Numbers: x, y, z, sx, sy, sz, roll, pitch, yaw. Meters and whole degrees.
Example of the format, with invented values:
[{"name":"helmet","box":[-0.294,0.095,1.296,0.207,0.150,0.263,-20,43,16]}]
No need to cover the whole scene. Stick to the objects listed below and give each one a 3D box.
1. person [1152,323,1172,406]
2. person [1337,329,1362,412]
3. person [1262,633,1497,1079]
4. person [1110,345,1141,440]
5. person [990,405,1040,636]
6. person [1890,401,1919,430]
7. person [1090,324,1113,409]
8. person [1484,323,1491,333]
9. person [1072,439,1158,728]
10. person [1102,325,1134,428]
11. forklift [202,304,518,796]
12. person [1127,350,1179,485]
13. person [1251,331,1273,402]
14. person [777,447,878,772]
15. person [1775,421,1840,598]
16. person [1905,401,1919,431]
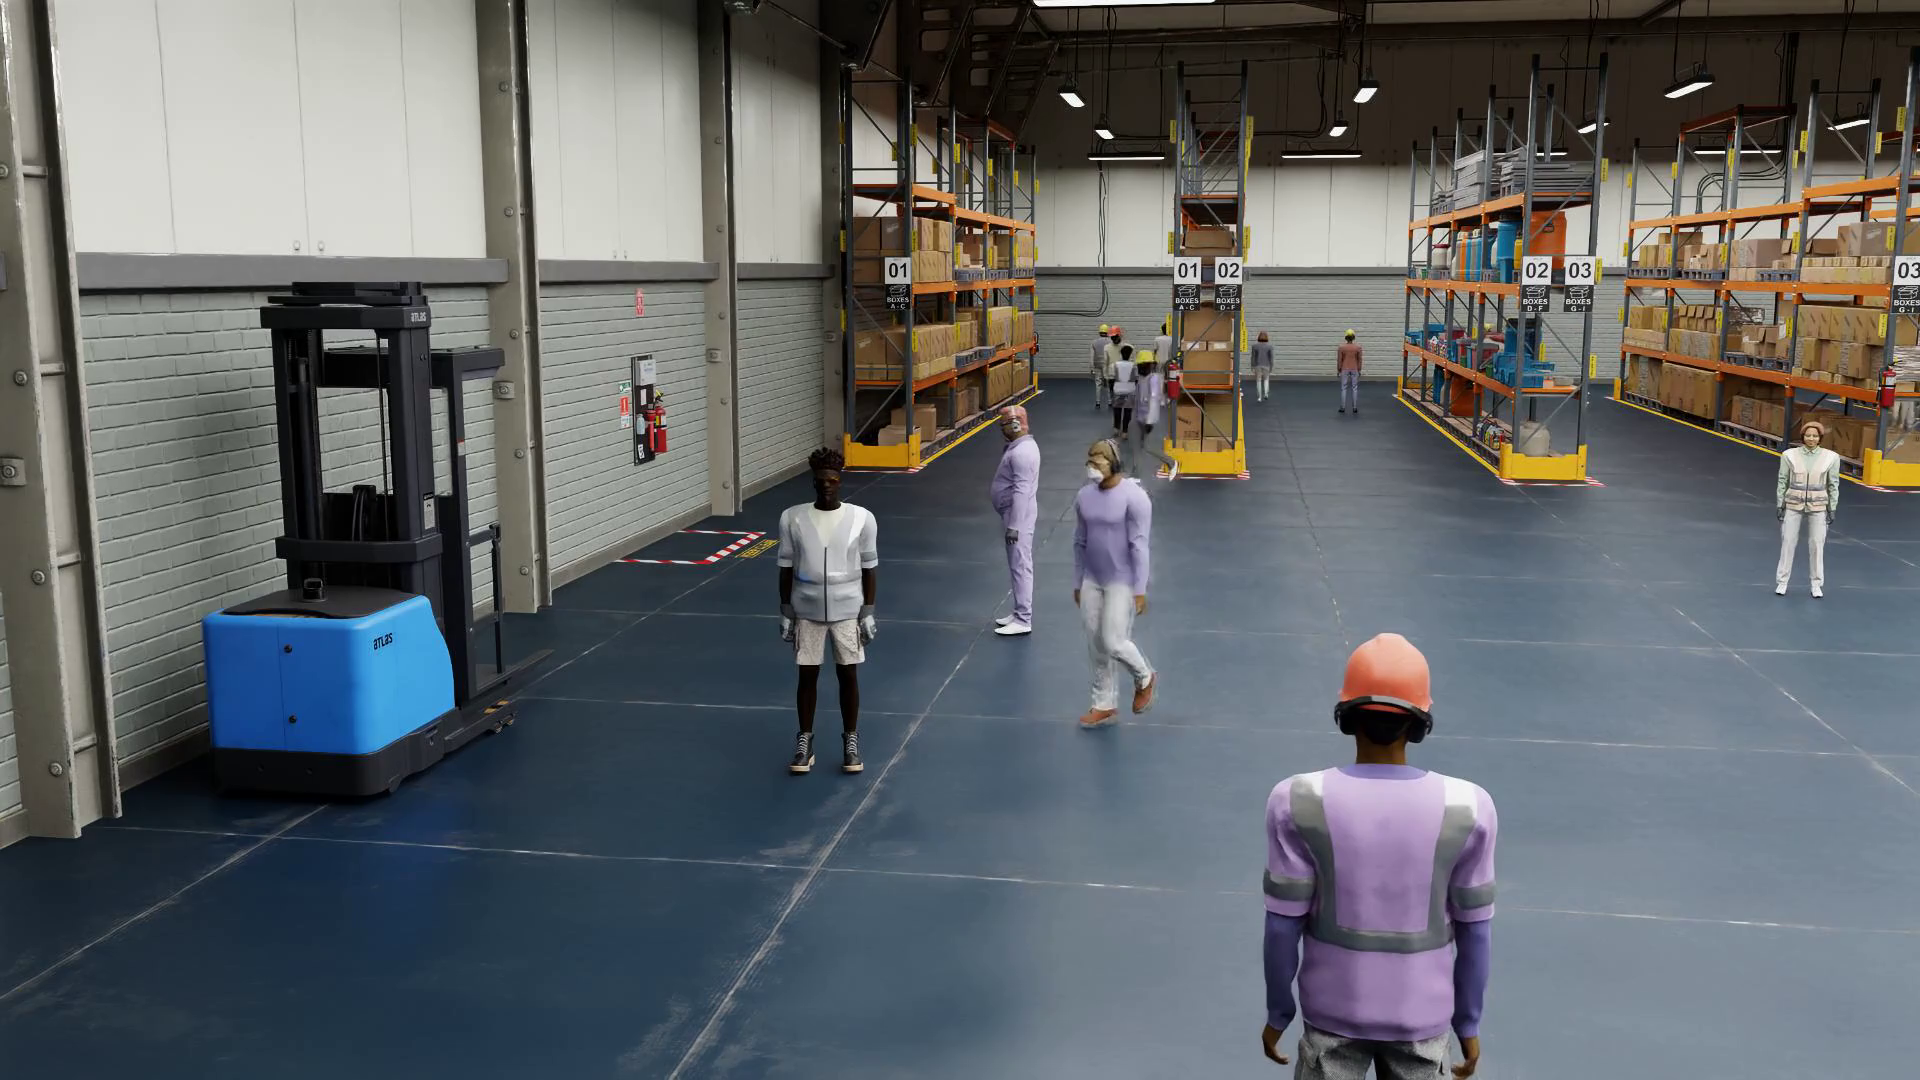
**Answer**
[{"name":"person","box":[4.571,-3.935,37.270,0.520,1.837,0.840,1,9,7]},{"name":"person","box":[8.297,-3.606,35.449,0.525,1.770,0.306,1,9,4]},{"name":"person","box":[1.128,1.264,4.558,0.609,2.044,0.394,1,9,9]},{"name":"person","box":[2.961,-2.636,29.750,0.536,1.672,0.602,2,10,15]},{"name":"person","box":[0.457,-0.171,13.843,0.410,1.905,0.641,1,9,5]},{"name":"person","box":[15.822,-2.413,27.881,0.515,1.843,0.725,2,9,14]},{"name":"person","box":[3.151,-3.802,36.449,0.591,1.834,0.404,2,9,11]},{"name":"person","box":[13.048,-4.496,41.003,0.635,1.734,0.533,0,9,-1]},{"name":"person","box":[1.022,0.284,10.980,0.525,1.921,0.646,-8,12,-41]},{"name":"person","box":[3.041,-3.132,31.922,0.613,1.967,0.507,4,10,24]},{"name":"forklift","box":[-3.673,-0.038,10.147,1.129,2.768,1.873,1,9,9]},{"name":"person","box":[2.678,-1.728,23.437,0.755,1.909,0.593,-3,10,-17]},{"name":"person","box":[6.956,-4.001,38.351,0.502,1.618,0.438,1,9,6]},{"name":"person","box":[-0.797,0.420,10.004,0.607,1.966,0.367,0,9,-1]},{"name":"person","box":[7.836,-0.286,15.399,0.513,1.630,0.318,5,11,29]},{"name":"person","box":[17.416,-2.826,30.320,0.596,1.866,0.461,1,9,9]}]
